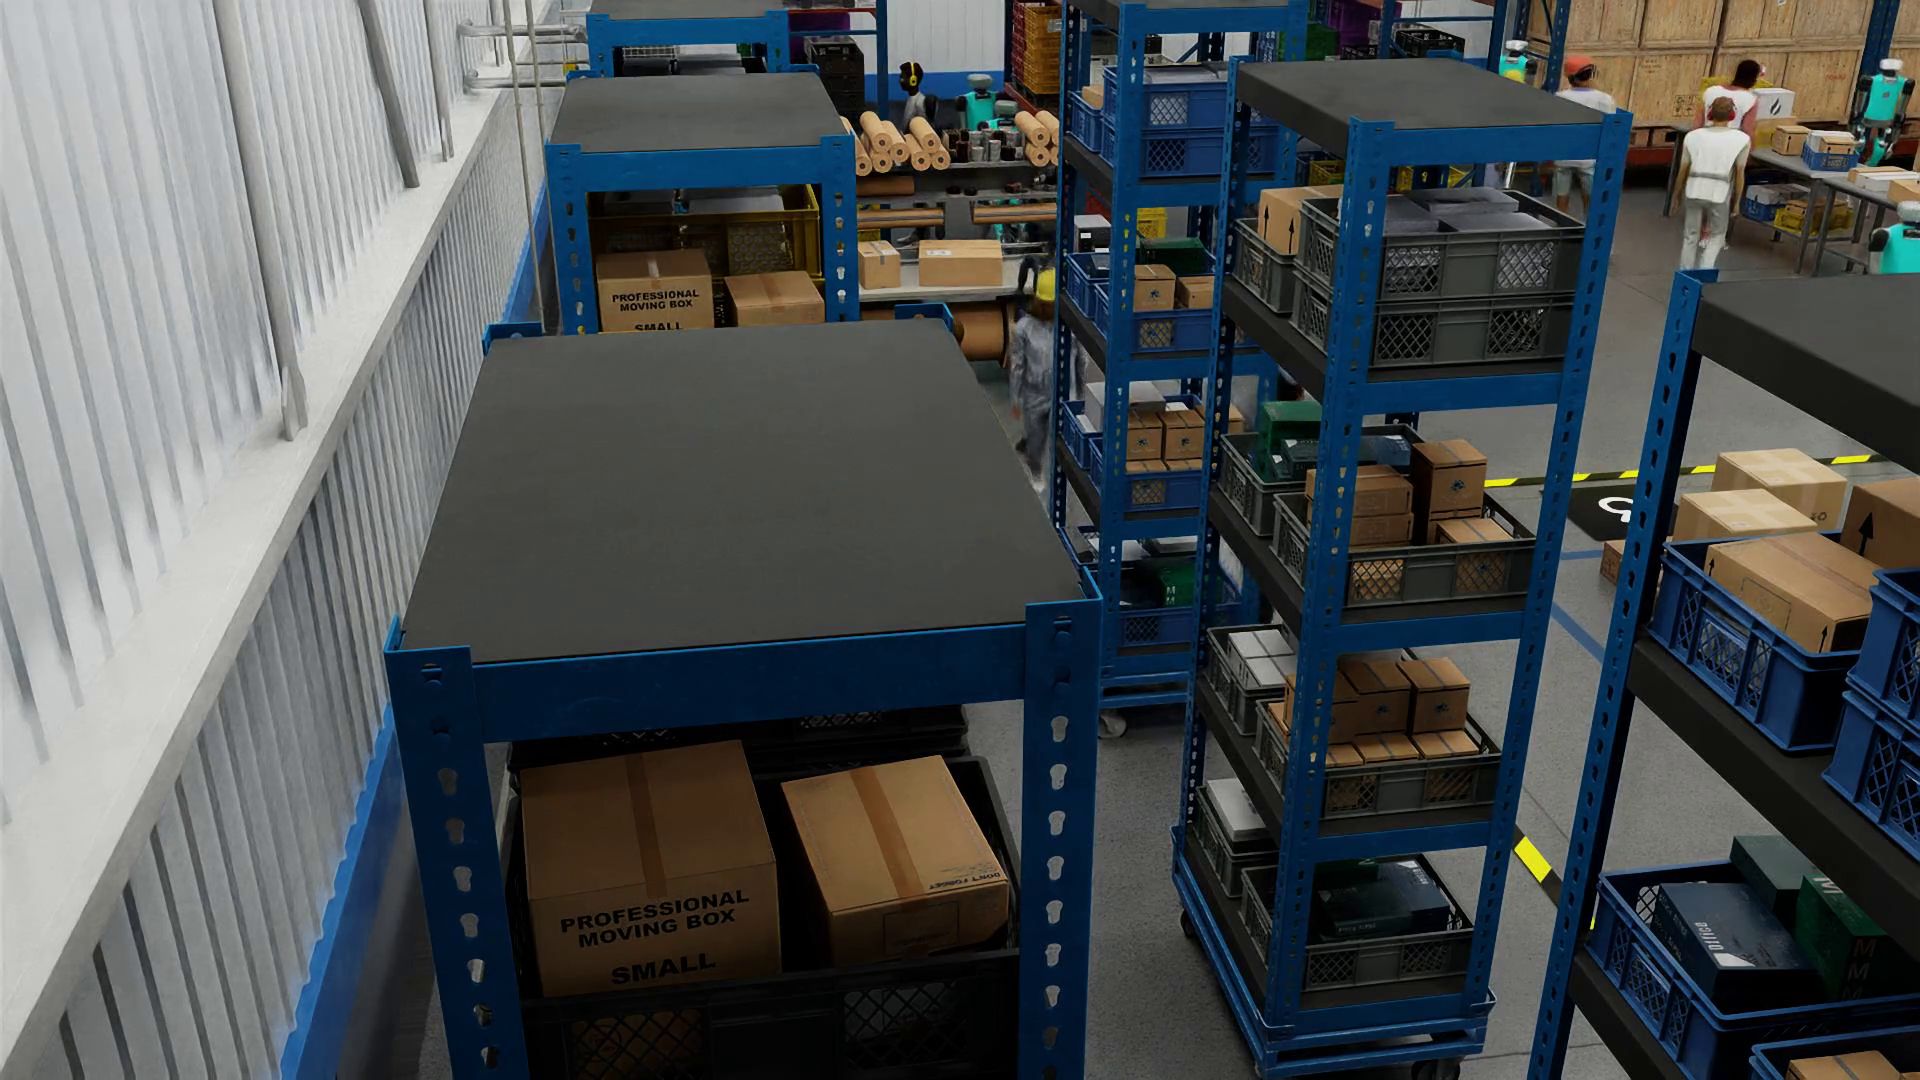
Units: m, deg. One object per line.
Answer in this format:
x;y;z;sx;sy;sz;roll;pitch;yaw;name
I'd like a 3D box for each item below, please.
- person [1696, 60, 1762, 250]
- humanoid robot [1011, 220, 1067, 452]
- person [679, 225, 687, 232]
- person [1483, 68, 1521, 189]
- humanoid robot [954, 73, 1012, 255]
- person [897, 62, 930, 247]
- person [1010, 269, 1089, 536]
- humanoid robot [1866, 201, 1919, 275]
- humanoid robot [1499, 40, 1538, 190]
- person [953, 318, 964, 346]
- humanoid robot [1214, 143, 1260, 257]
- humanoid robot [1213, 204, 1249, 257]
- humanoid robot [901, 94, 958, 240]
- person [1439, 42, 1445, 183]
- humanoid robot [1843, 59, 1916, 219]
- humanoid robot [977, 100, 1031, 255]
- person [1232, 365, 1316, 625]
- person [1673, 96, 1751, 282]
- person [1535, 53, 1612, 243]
7.700;-3.891;16.828;0.473;1.884;0.666;-17;30;-32;person
0.609;-1.466;11.811;0.605;1.635;0.634;18;30;34;humanoid robot
-2.884;-4.003;17.174;0.558;1.806;0.829;1;25;3;person
5.532;-3.974;17.152;0.325;1.762;0.527;6;25;13;person
0.303;-3.685;16.548;0.542;1.792;0.732;-10;27;-21;humanoid robot
-0.463;-3.869;16.794;0.310;1.868;0.528;-5;25;-11;person
0.568;-0.946;10.633;0.491;1.705;0.797;1;25;2;person
6.639;-1.461;11.712;0.544;1.757;0.911;0;25;1;humanoid robot
6.278;-4.864;18.953;0.533;1.677;0.735;14;28;27;humanoid robot
-0.065;-0.354;9.181;0.325;1.843;0.514;-9;26;-18;person
2.585;-3.160;15.561;0.615;1.630;0.781;-1;25;-2;humanoid robot
2.752;-3.637;16.513;0.585;1.652;0.328;-5;25;-11;humanoid robot
-0.300;-3.576;16.441;0.608;1.622;0.782;-1;25;-1;humanoid robot
5.182;-4.524;18.278;0.647;1.827;0.439;-4;25;-9;person
9.806;-4.321;17.936;0.540;1.738;1.000;8;26;16;humanoid robot
0.437;-3.121;15.398;0.534;1.730;1.070;-2;25;-4;humanoid robot
1.682;-0.127;8.703;0.622;1.825;0.745;-2;25;-5;person
6.835;-3.121;15.211;0.590;1.827;0.474;14;28;28;person
6.019;-3.749;16.372;0.665;2.003;0.483;8;26;18;person
